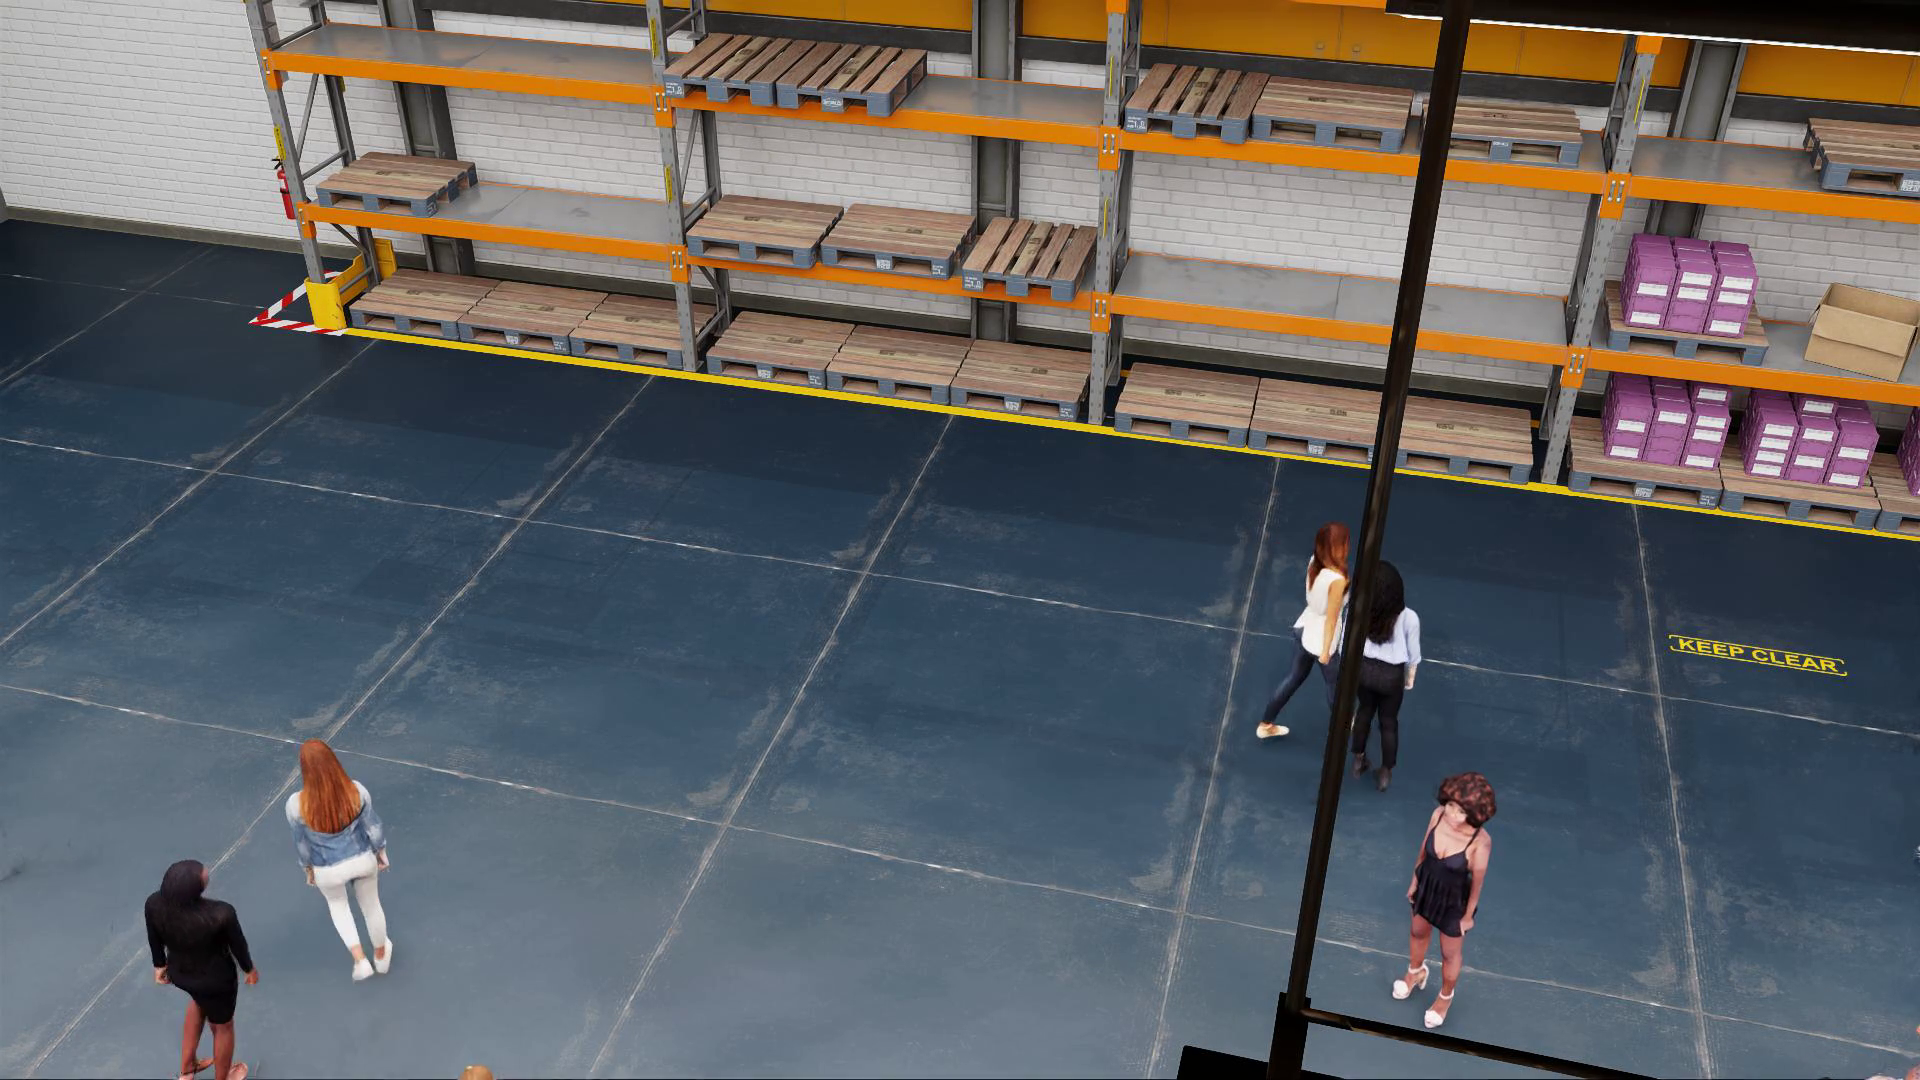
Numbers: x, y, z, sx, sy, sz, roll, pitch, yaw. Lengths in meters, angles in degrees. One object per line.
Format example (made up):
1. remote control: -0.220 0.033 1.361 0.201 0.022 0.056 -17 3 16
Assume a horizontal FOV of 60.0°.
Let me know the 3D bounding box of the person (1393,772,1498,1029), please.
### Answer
1. person: 2.659 1.958 9.115 0.708 1.785 0.636 -23 40 -30

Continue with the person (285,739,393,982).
1. person: -3.445 1.876 9.326 0.797 1.688 0.858 -13 36 -18

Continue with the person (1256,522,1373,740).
1. person: 2.306 0.664 11.097 1.144 1.745 0.960 -9 35 -13

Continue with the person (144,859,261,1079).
1. person: -3.958 2.298 8.687 0.561 1.692 0.781 -2 34 -3

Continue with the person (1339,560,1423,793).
1. person: 2.653 0.919 10.734 0.546 1.722 0.771 21 39 28
